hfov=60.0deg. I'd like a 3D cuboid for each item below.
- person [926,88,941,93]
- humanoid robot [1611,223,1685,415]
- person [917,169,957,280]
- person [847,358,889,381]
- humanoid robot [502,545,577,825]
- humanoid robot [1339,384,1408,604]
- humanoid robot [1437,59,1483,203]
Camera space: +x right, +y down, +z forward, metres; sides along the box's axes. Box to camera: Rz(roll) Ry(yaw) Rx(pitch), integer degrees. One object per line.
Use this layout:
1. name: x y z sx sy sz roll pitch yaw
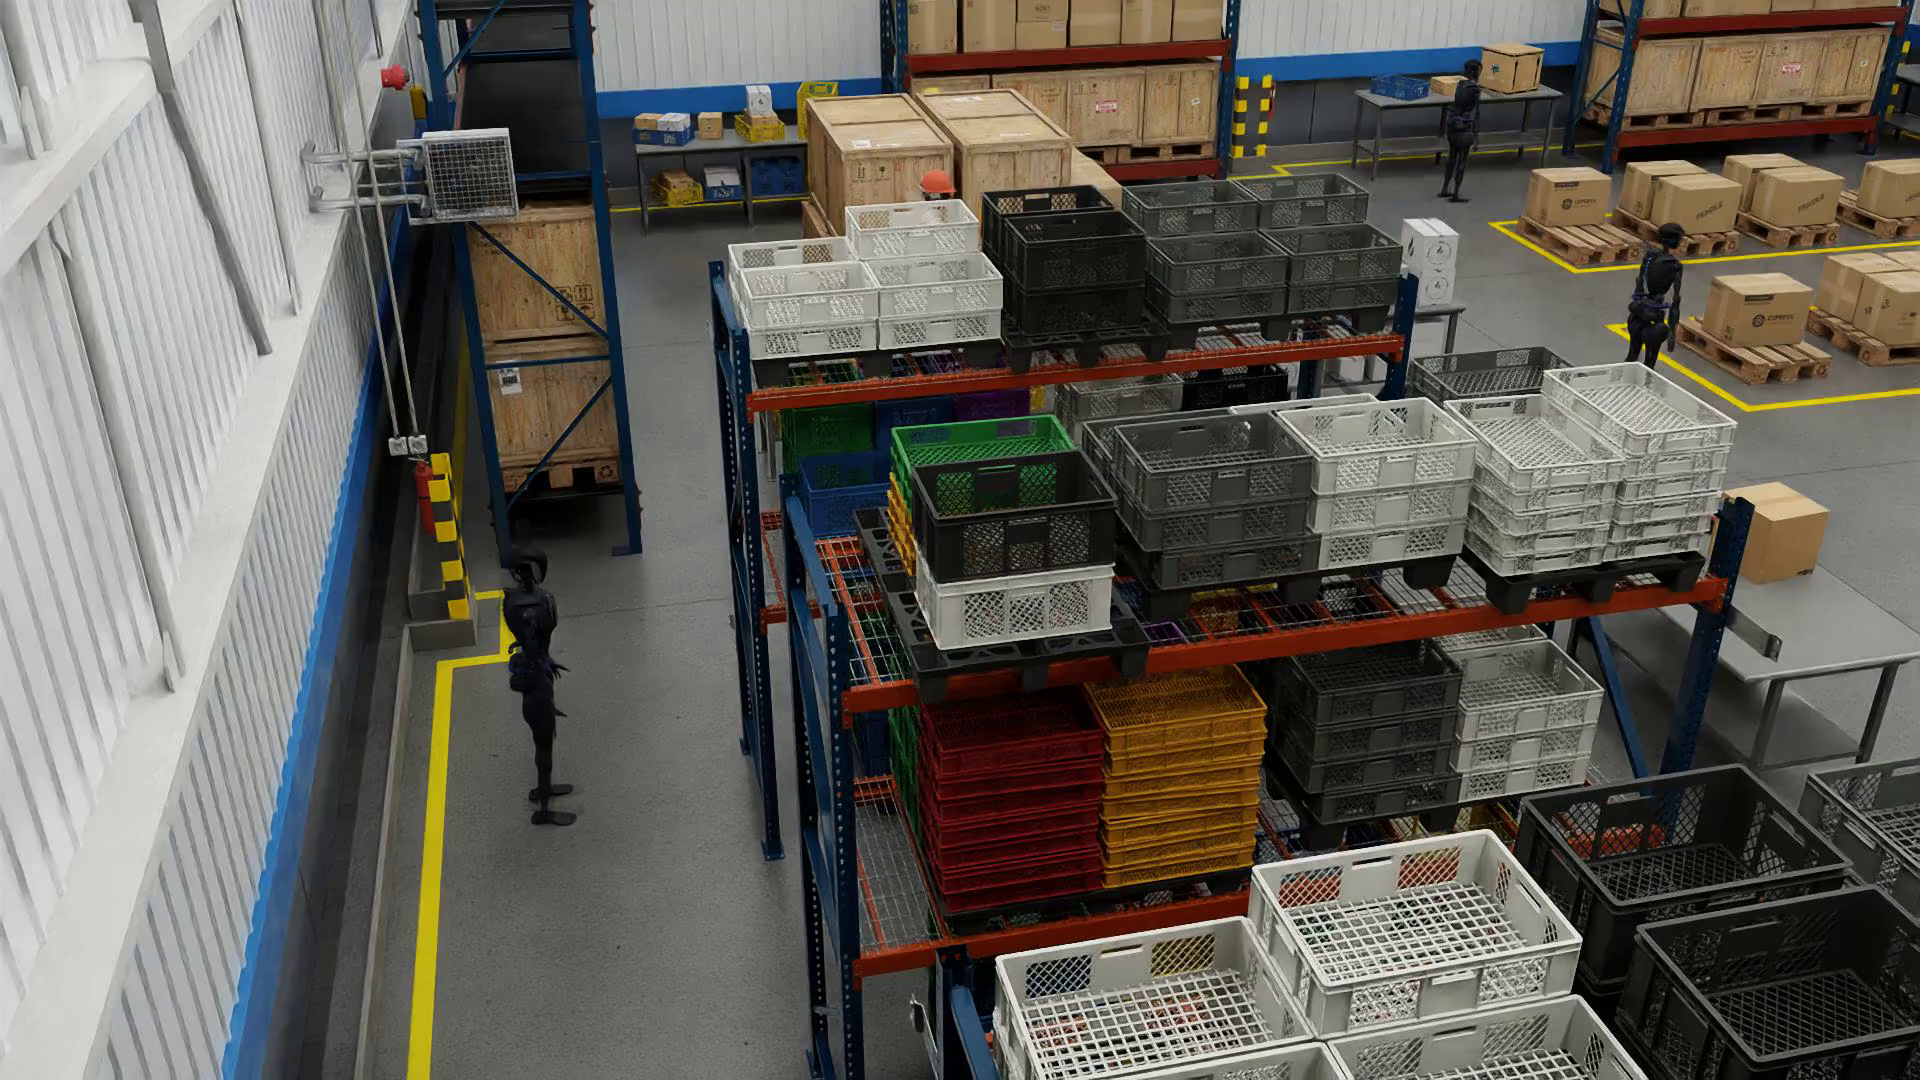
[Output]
1. person: -0.317 -4.016 18.084 0.401 1.753 0.536 -7 29 -13
2. humanoid robot: 5.859 -1.877 14.084 0.315 1.656 0.610 -6 28 -12
3. person: -0.223 -2.223 14.418 0.399 1.989 0.621 -6 28 -12
4. person: -0.604 -0.724 11.643 0.379 1.924 0.592 -6 28 -12
5. humanoid robot: -2.289 0.769 9.063 0.315 1.657 0.610 -6 28 -12
6. humanoid robot: 2.793 -0.274 11.043 0.315 1.656 0.610 -6 28 -12
7. humanoid robot: 5.976 -4.867 19.757 0.315 1.656 0.610 -6 28 -12
